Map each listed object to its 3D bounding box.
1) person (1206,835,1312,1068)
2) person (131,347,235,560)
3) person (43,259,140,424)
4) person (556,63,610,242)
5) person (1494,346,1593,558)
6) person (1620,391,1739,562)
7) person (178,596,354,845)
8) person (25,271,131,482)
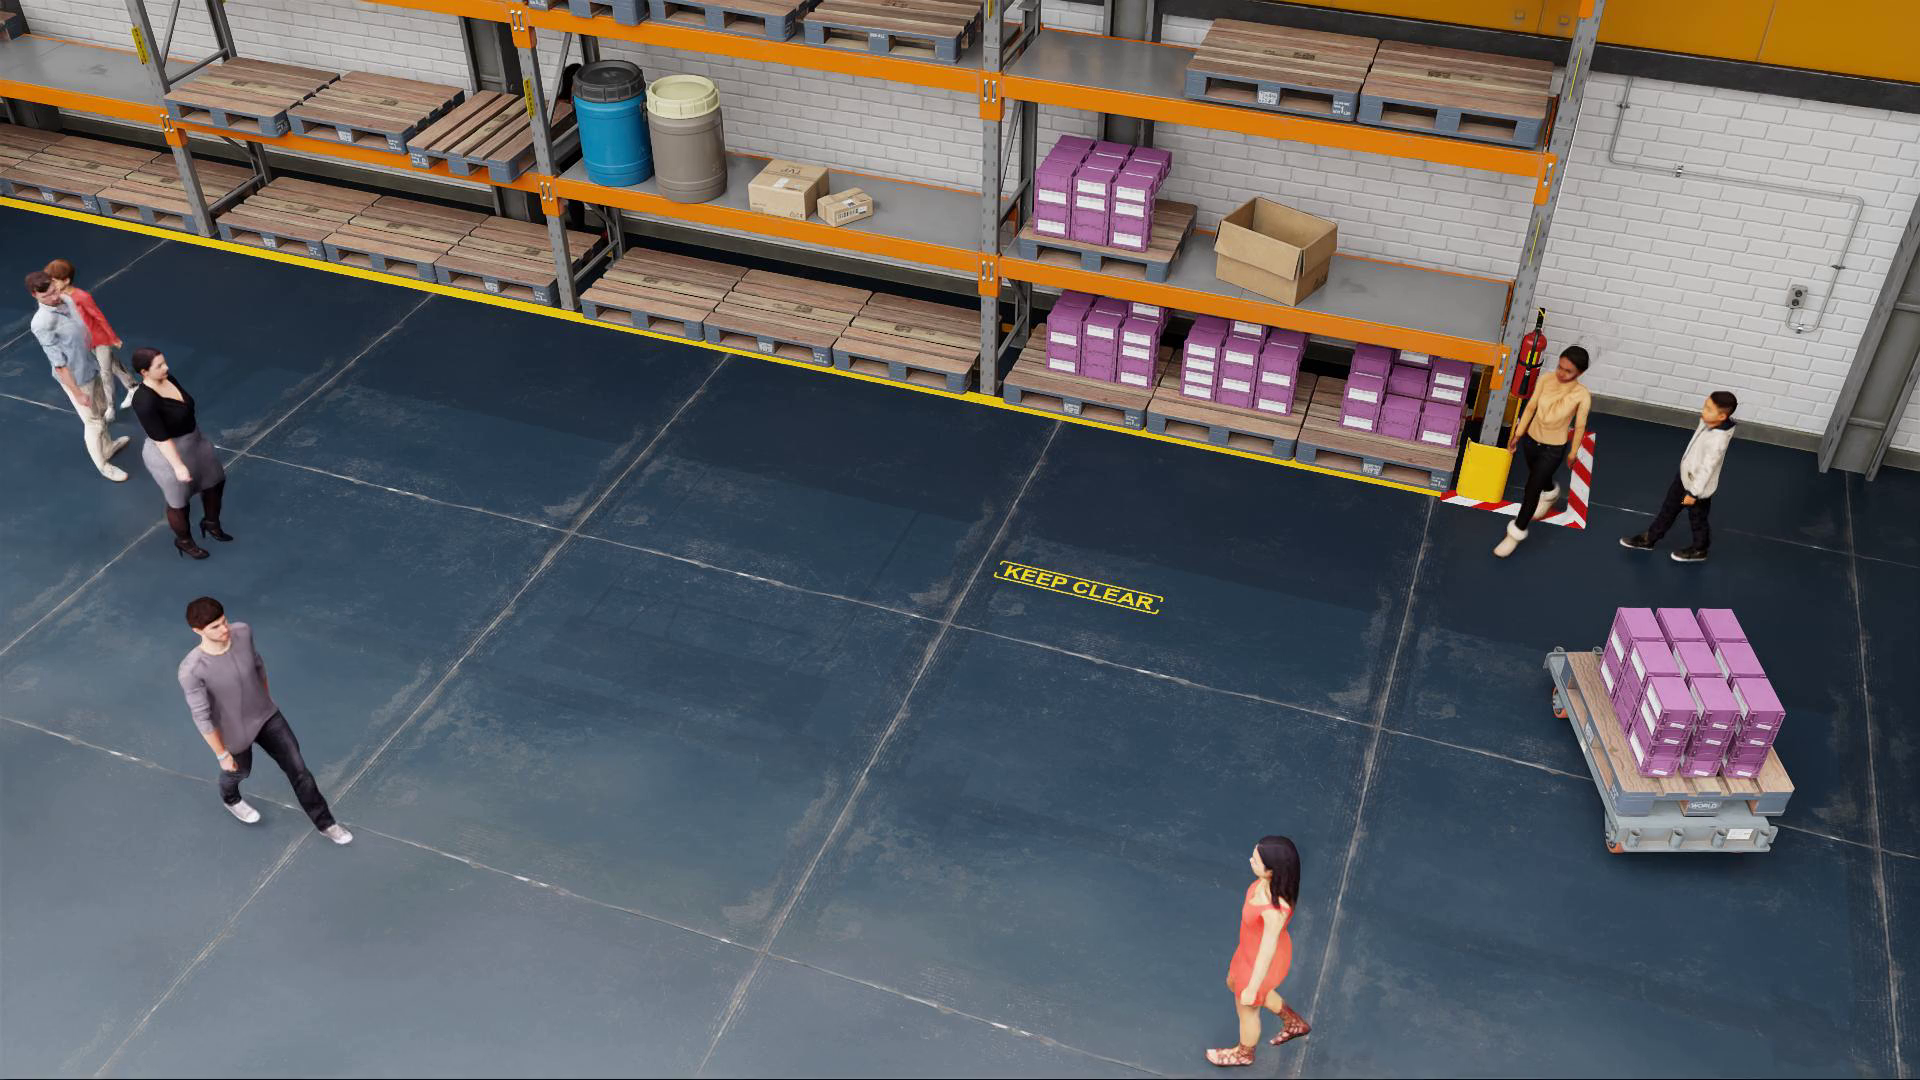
[{"bbox_3d":[1.608,2.112,8.368,0.833,1.710,0.705,3,39,3],"label":"person"},{"bbox_3d":[-5.617,-0.592,11.729,0.744,1.740,0.741,3,39,4],"label":"person"},{"bbox_3d":[-6.870,-1.655,13.342,0.772,1.389,0.667,17,42,20],"label":"person"},{"bbox_3d":[-3.458,-3.545,15.368,0.773,1.814,0.835,-16,41,-19],"label":"person"},{"bbox_3d":[4.259,-0.714,11.972,1.039,1.628,1.111,-25,45,-28],"label":"person"},{"bbox_3d":[5.279,-0.426,11.767,0.901,1.434,0.738,3,39,4],"label":"person"},{"bbox_3d":[-4.214,1.043,9.631,1.215,1.804,0.839,20,43,23],"label":"person"},{"bbox_3d":[-6.640,-1.273,12.512,0.776,1.828,0.899,-9,40,-11],"label":"person"}]
